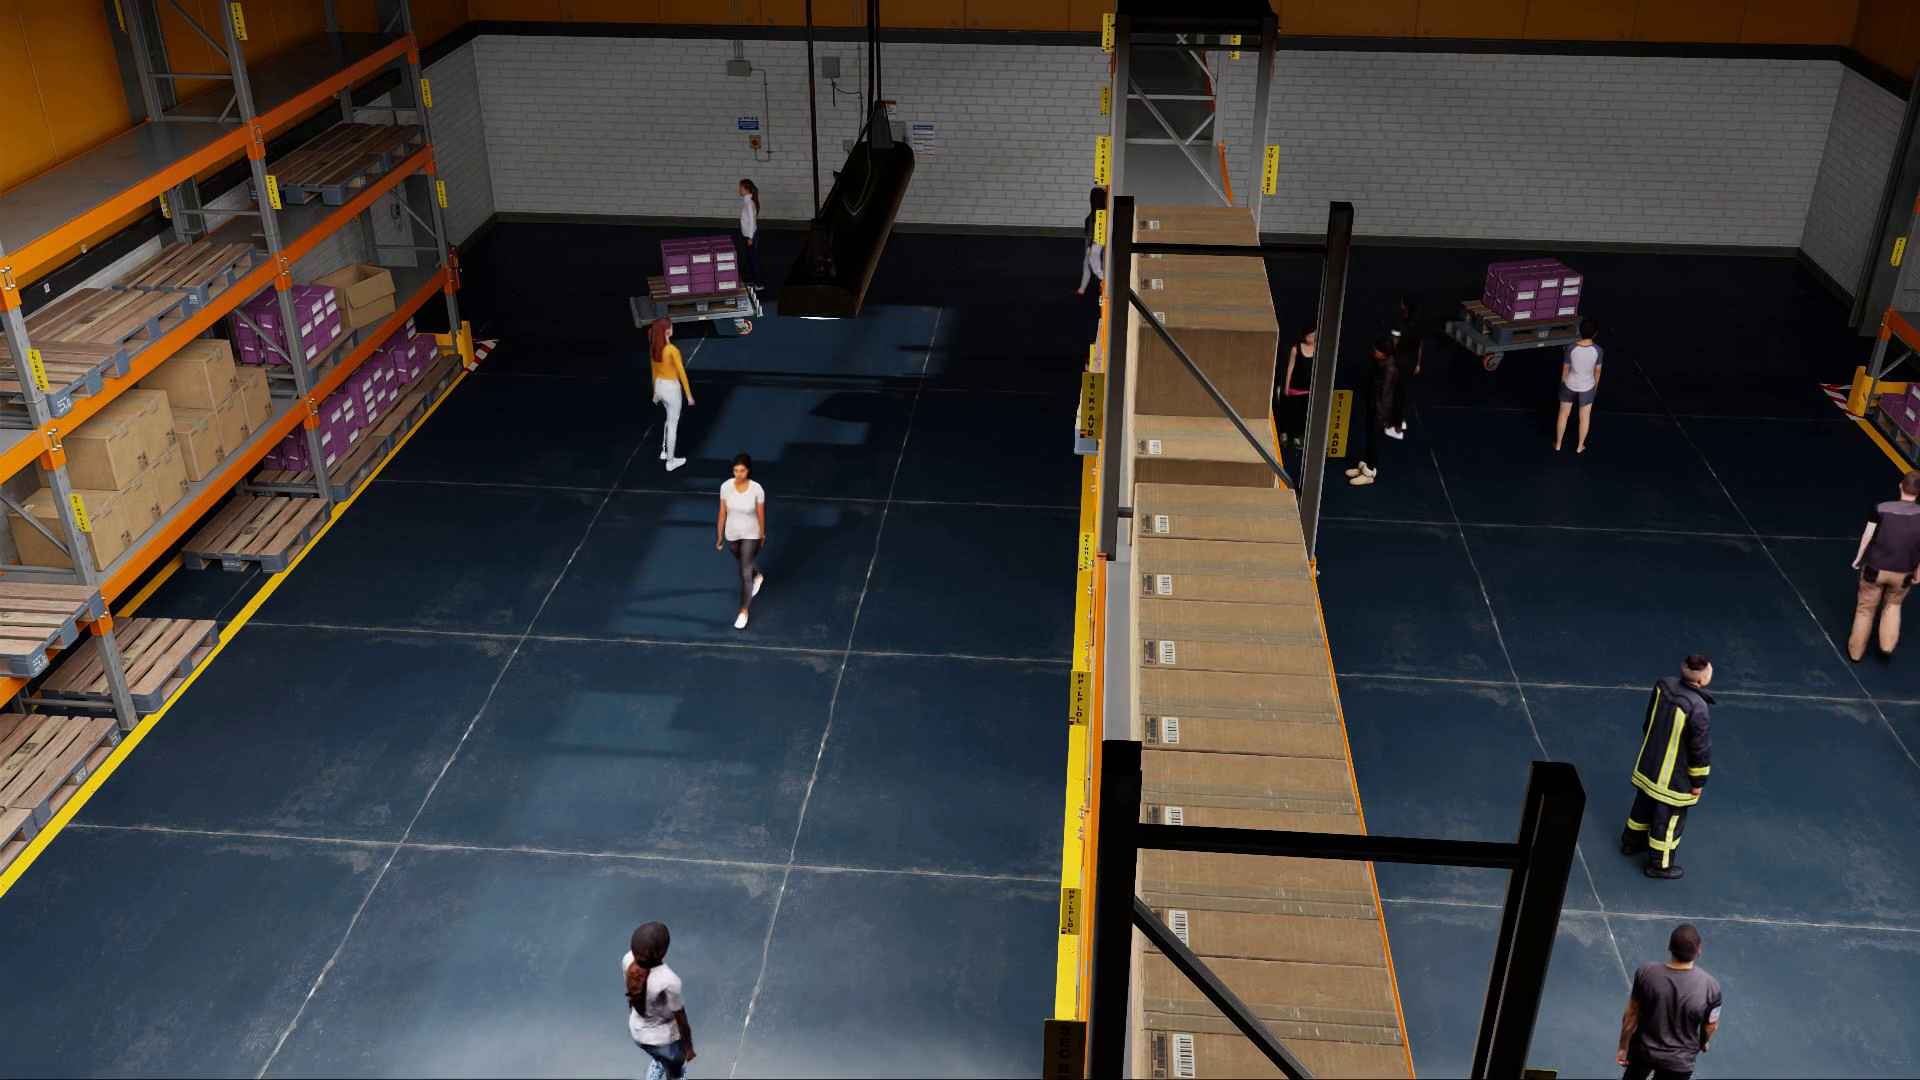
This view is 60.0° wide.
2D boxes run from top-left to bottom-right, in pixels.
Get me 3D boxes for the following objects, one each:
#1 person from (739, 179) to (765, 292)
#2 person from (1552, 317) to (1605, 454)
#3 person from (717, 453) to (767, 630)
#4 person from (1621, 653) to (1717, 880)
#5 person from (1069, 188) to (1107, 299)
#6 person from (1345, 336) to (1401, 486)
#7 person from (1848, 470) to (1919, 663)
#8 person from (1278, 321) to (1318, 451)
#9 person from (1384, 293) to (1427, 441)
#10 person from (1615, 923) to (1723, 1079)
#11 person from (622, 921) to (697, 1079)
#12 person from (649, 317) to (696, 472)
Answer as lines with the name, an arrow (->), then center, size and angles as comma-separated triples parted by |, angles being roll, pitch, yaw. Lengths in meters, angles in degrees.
person -> -2.896, -4.253, 23.104 | 0.648, 1.557, 0.523 | -6, 29, -10
person -> 6.873, -1.726, 18.461 | 0.614, 1.567, 0.600 | 10, 30, 18
person -> -1.986, -0.076, 15.395 | 0.722, 1.606, 1.137 | 7, 29, 13
person -> 5.172, 1.590, 12.074 | 0.917, 1.862, 0.775 | -8, 30, -14
person -> 1.883, -3.970, 22.558 | 0.952, 1.582, 1.070 | 15, 32, 26
person -> 4.476, -1.396, 17.757 | 0.664, 1.662, 0.609 | 15, 32, 26
person -> 8.113, 0.283, 14.509 | 0.766, 1.825, 0.772 | 9, 30, 17
person -> 3.804, -1.752, 18.541 | 0.618, 1.537, 0.656 | -6, 29, -10
person -> 5.027, -1.921, 18.654 | 0.764, 1.723, 0.815 | -18, 33, -30
person -> 4.036, 3.030, 9.593 | 0.977, 1.710, 1.237 | 16, 32, 27
person -> -1.816, 2.952, 9.737 | 0.755, 1.709, 0.827 | 18, 33, 29
person -> -3.201, -1.542, 17.945 | 0.699, 1.739, 0.733 | 22, 35, 34
